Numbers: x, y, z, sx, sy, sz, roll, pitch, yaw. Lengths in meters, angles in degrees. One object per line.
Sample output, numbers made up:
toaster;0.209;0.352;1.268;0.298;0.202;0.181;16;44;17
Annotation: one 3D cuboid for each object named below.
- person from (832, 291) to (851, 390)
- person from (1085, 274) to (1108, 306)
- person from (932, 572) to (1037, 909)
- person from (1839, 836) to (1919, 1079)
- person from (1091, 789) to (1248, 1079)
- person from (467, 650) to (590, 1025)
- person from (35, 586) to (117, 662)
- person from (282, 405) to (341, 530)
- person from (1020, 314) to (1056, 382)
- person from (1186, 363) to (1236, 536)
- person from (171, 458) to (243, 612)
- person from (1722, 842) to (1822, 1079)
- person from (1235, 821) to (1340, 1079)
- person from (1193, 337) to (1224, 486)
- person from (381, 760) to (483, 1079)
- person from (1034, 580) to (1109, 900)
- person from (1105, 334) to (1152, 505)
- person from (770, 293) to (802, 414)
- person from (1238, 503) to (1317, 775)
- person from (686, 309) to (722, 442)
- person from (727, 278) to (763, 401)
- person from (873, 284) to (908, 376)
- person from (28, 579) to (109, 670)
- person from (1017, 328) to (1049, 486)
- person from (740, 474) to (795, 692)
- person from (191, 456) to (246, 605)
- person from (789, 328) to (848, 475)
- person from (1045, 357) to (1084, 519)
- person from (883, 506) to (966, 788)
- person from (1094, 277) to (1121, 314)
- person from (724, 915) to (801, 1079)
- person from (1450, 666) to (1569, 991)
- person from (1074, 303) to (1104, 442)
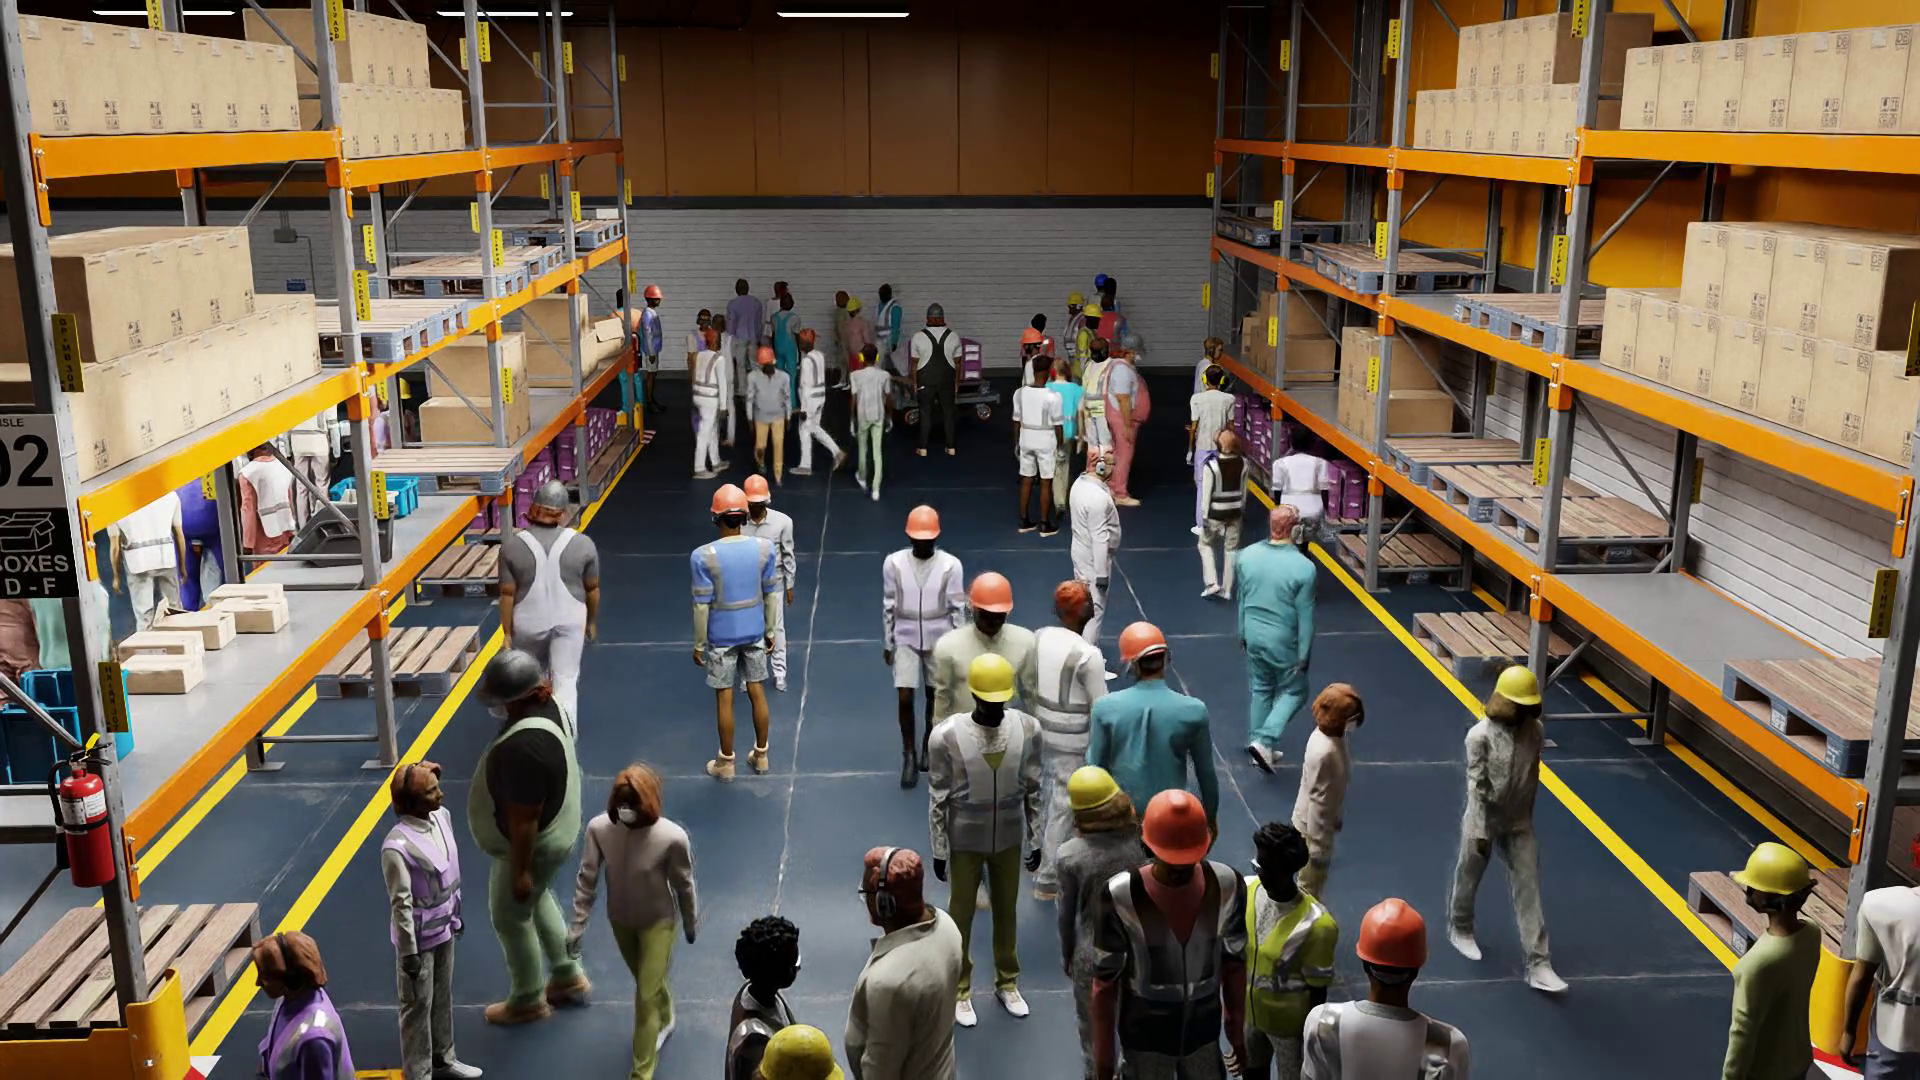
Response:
person;-1.922;-3.297;27.476;0.286;1.632;0.500;-8;17;-30
person;2.284;-3.339;27.003;0.377;1.950;0.612;-12;19;-40
person;0.125;1.076;9.667;0.619;1.966;0.779;-3;15;-12
person;3.736;1.955;6.455;0.562;1.838;0.388;5;15;20
person;0.804;1.889;6.344;0.613;2.028;0.409;-3;15;-12
person;-2.132;1.423;8.134;0.535;2.000;0.724;0;14;1
person;-5.716;0.892;10.689;0.620;1.806;0.880;3;15;10
person;-6.919;-0.969;17.789;0.591;1.911;0.397;-2;14;-6
person;1.119;-2.376;23.731;0.537;1.696;0.318;7;16;24
person;2.694;-0.966;17.855;0.532;1.868;0.310;-1;14;-3
person;-6.495;-0.131;14.232;0.681;2.000;0.536;-3;15;-12
person;3.087;2.003;6.420;0.525;1.760;0.341;-12;19;-39
person;1.295;1.940;6.802;0.319;1.694;0.535;-11;18;-37
person;3.022;-1.564;20.277;0.355;1.836;0.514;-1;14;-4
person;-2.409;1.779;7.526;0.309;1.645;0.515;2;14;7
person;0.696;1.146;9.591;0.718;1.859;0.674;-8;16;-28
person;1.958;-1.419;19.289;0.538;2.000;0.726;2;14;6
person;-2.628;-2.825;25.231;0.501;1.839;0.346;5;15;18
person;2.133;0.690;11.320;0.517;1.892;0.651;-13;19;-42
person;-3.541;-2.289;23.100;0.506;1.843;0.351;-11;18;-36
person;-3.413;-3.180;26.419;0.625;1.934;0.373;-11;18;-37
person;-1.154;-3.318;27.286;0.949;1.786;0.676;-12;18;-39
person;-5.710;0.820;10.735;0.627;1.928;0.382;8;17;30
person;0.895;-1.625;20.331;0.380;1.931;0.539;6;16;24
person;-1.566;0.338;12.984;0.566;1.744;0.350;-1;14;-3
person;-6.400;-0.094;14.364;0.414;1.906;0.598;8;16;27
person;-1.816;-1.724;20.824;0.627;1.872;0.587;4;15;16
person;1.131;-1.159;18.771;0.559;1.803;0.913;-4;15;-14
person;-0.244;0.712;11.174;0.566;1.906;0.799;0;14;1
person;2.373;-3.246;26.700;0.392;1.922;0.591;-11;18;-36
person;-0.704;2.145;5.998;0.320;1.694;0.534;-1;14;-3
person;2.837;1.480;8.582;0.489;1.698;0.885;-4;15;-14
person;1.793;-2.329;23.113;0.407;1.918;0.588;4;15;14
